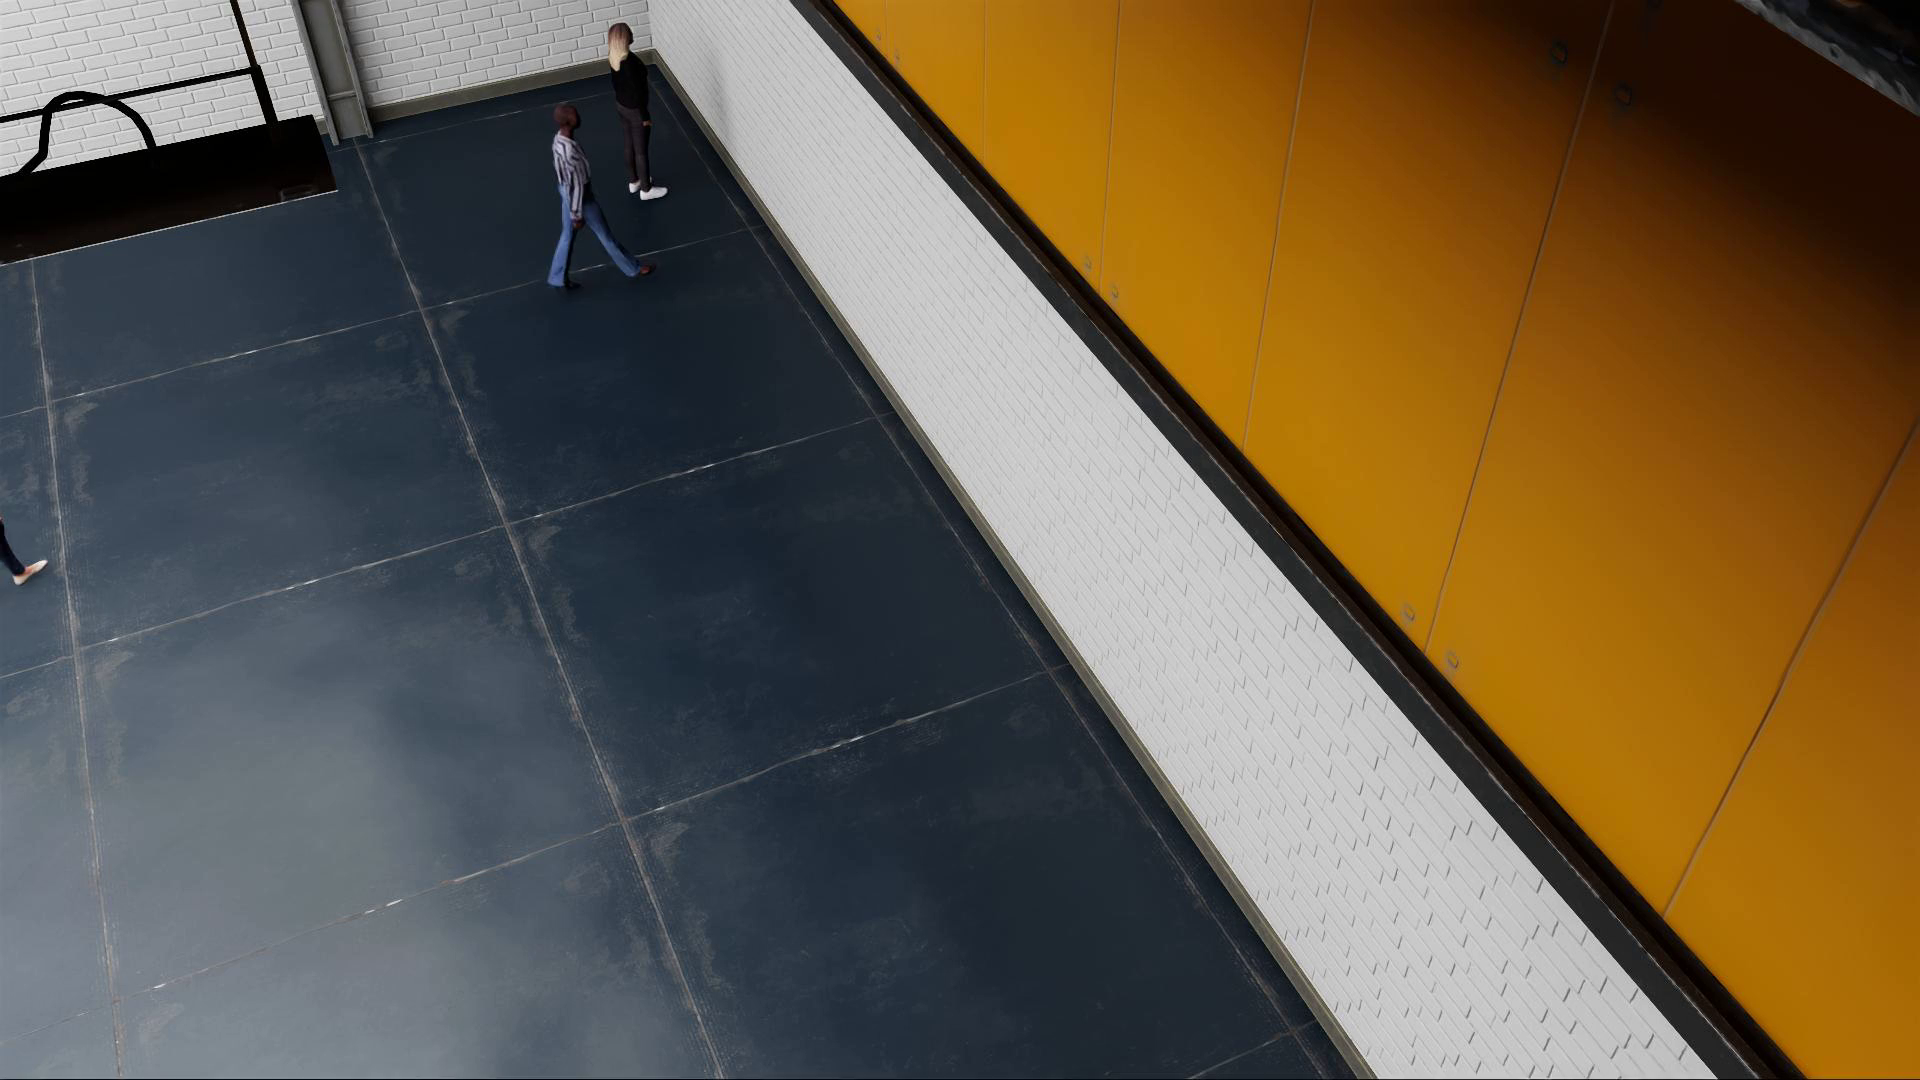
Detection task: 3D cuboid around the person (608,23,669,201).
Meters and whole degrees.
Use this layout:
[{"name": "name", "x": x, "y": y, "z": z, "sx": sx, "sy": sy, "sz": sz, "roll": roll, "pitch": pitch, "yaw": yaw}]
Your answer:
[{"name": "person", "x": -2.989, "y": -3.900, "z": 15.129, "sx": 0.604, "sy": 1.685, "sz": 0.650, "roll": -27, "pitch": 50, "yaw": -26}]

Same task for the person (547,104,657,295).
[{"name": "person", "x": -3.284, "y": -2.796, "z": 13.927, "sx": 1.138, "sy": 1.745, "sz": 0.648, "roll": -17, "pitch": 46, "yaw": -17}]
